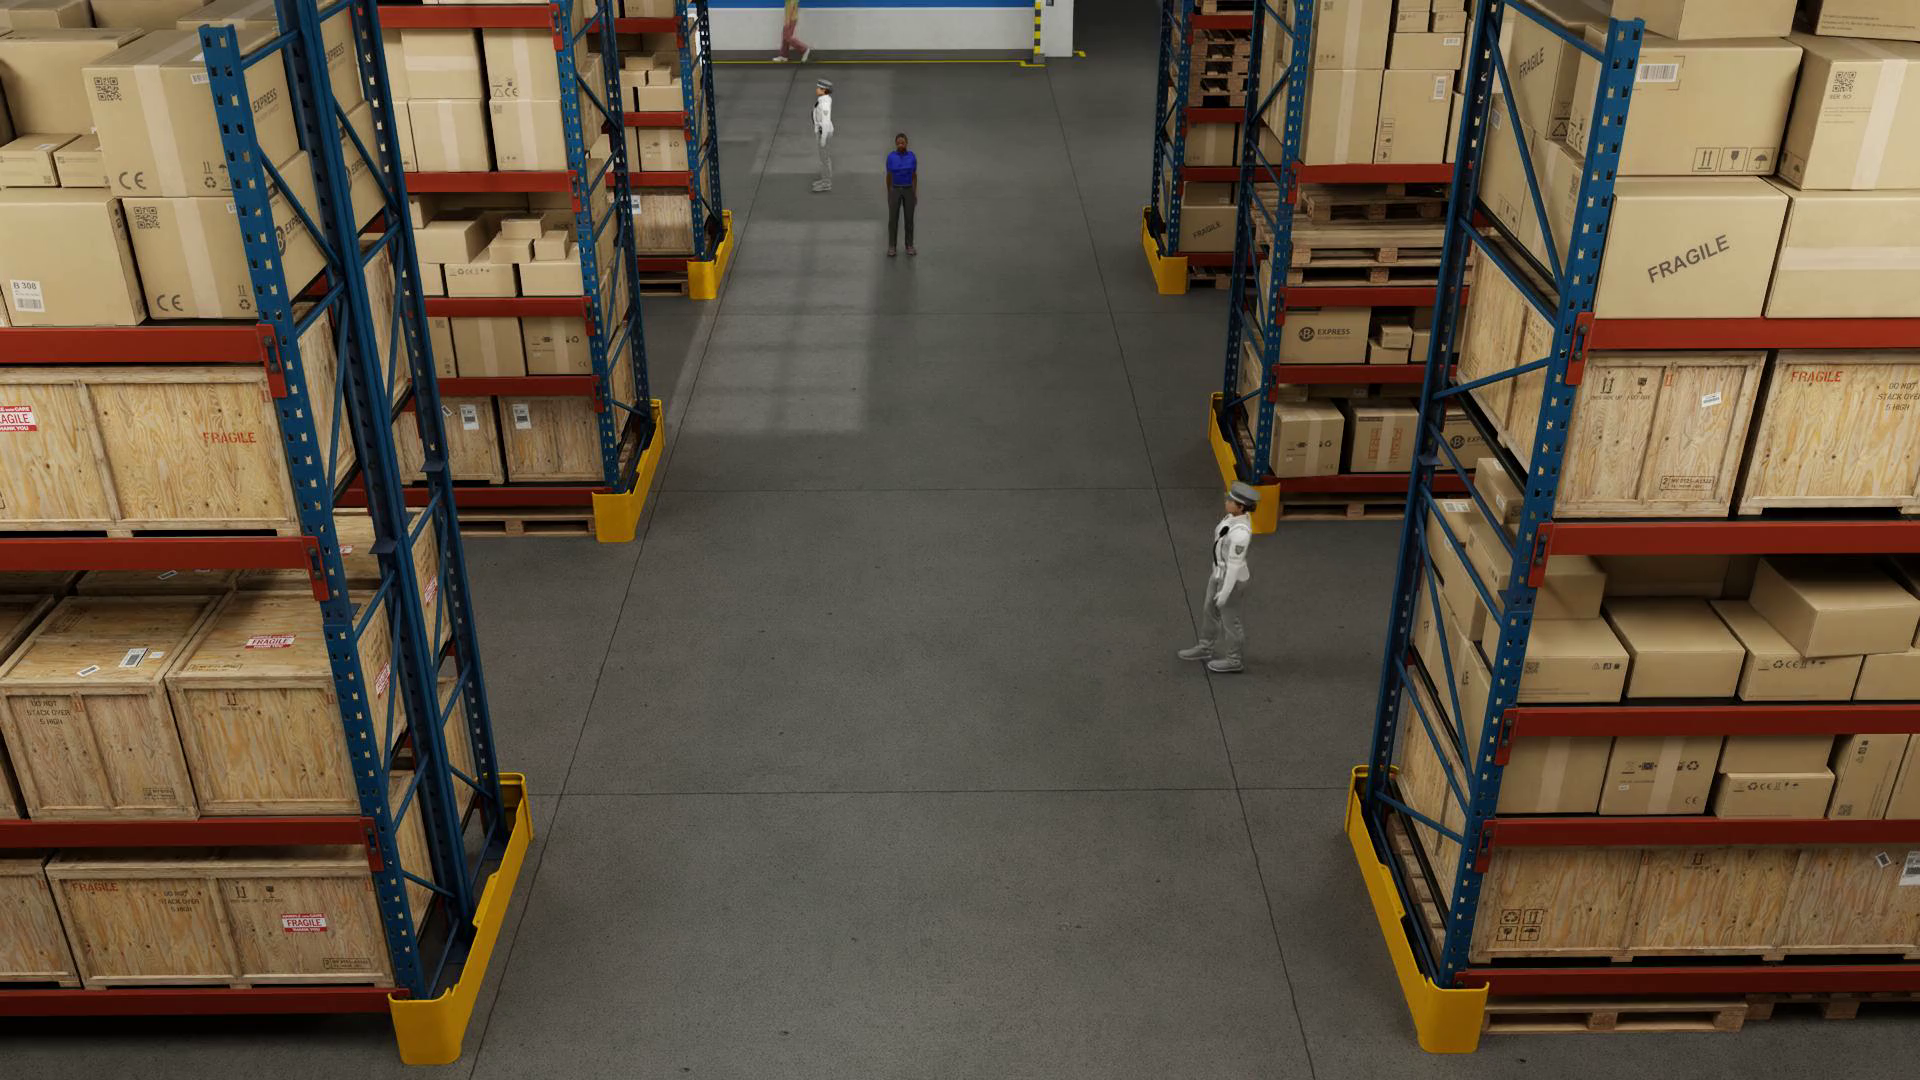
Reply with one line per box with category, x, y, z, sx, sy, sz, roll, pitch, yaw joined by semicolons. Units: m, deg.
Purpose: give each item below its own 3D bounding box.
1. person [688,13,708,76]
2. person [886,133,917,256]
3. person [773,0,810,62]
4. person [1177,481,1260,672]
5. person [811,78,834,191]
person;-4.755;-8.493;29.705;0.549;1.770;0.401;10;30;18
person;-0.804;-4.758;22.873;0.451;1.660;0.334;-5;29;-8
person;-3.421;-10.466;33.459;0.770;1.656;0.455;-2;28;-4
person;2.085;0.307;13.398;0.544;1.695;0.502;1;28;3
person;-2.115;-6.257;25.624;0.384;1.689;0.473;-1;28;-1
